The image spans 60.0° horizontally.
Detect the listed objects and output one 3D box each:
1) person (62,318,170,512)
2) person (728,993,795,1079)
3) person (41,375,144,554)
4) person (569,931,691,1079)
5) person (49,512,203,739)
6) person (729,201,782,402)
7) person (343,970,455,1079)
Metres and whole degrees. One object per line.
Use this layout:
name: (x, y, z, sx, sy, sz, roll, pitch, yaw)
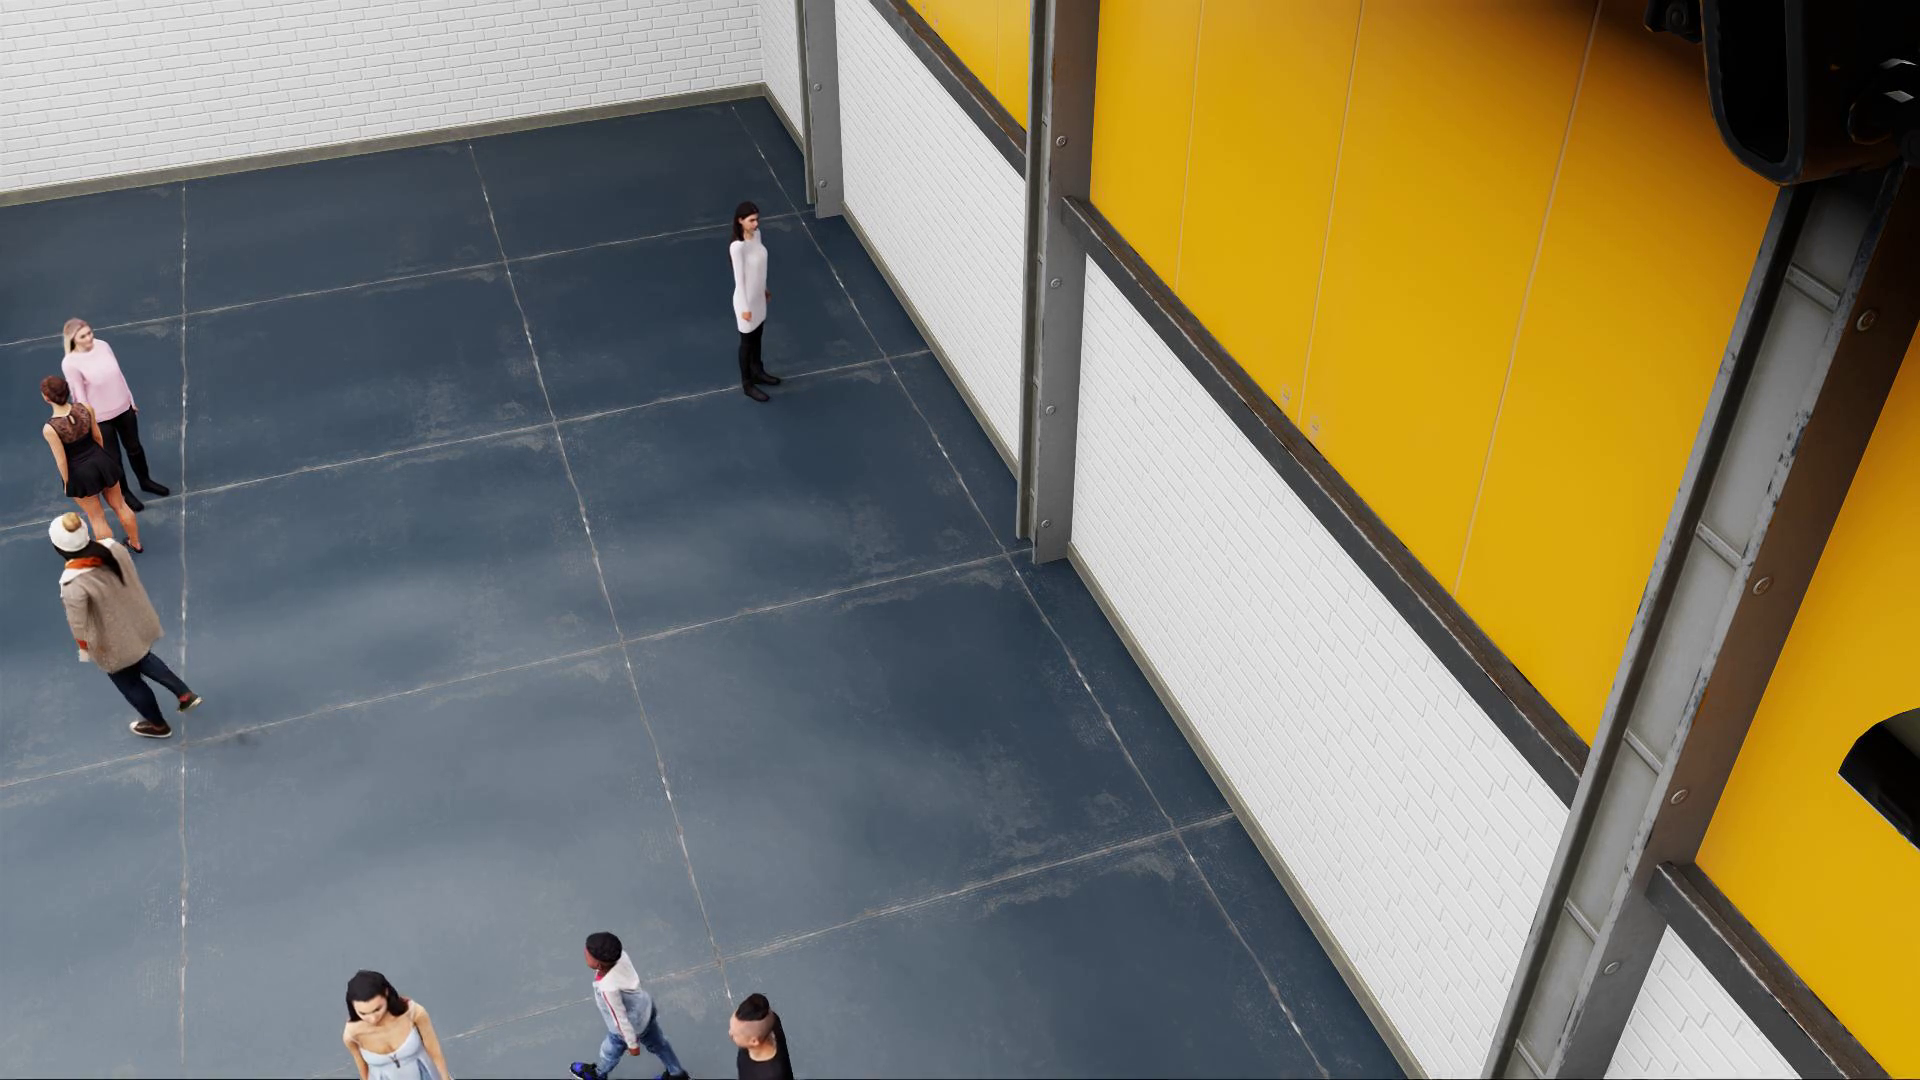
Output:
person: (-6.643, -1.002, 12.947, 0.743, 1.686, 0.685, 17, 42, 20)
person: (-0.833, 2.791, 8.070, 0.817, 1.845, 1.016, -8, 39, -10)
person: (-6.472, -0.514, 12.345, 0.734, 1.674, 0.678, 18, 42, 21)
person: (-1.711, 2.554, 8.860, 0.827, 1.228, 0.892, 4, 39, 5)
person: (-5.403, 0.581, 10.804, 0.932, 1.885, 0.879, 10, 40, 12)
person: (-1.787, -2.054, 14.166, 0.746, 1.808, 0.668, 13, 40, 16)
person: (-2.785, 2.647, 8.369, 0.704, 1.697, 1.160, -19, 42, -22)
